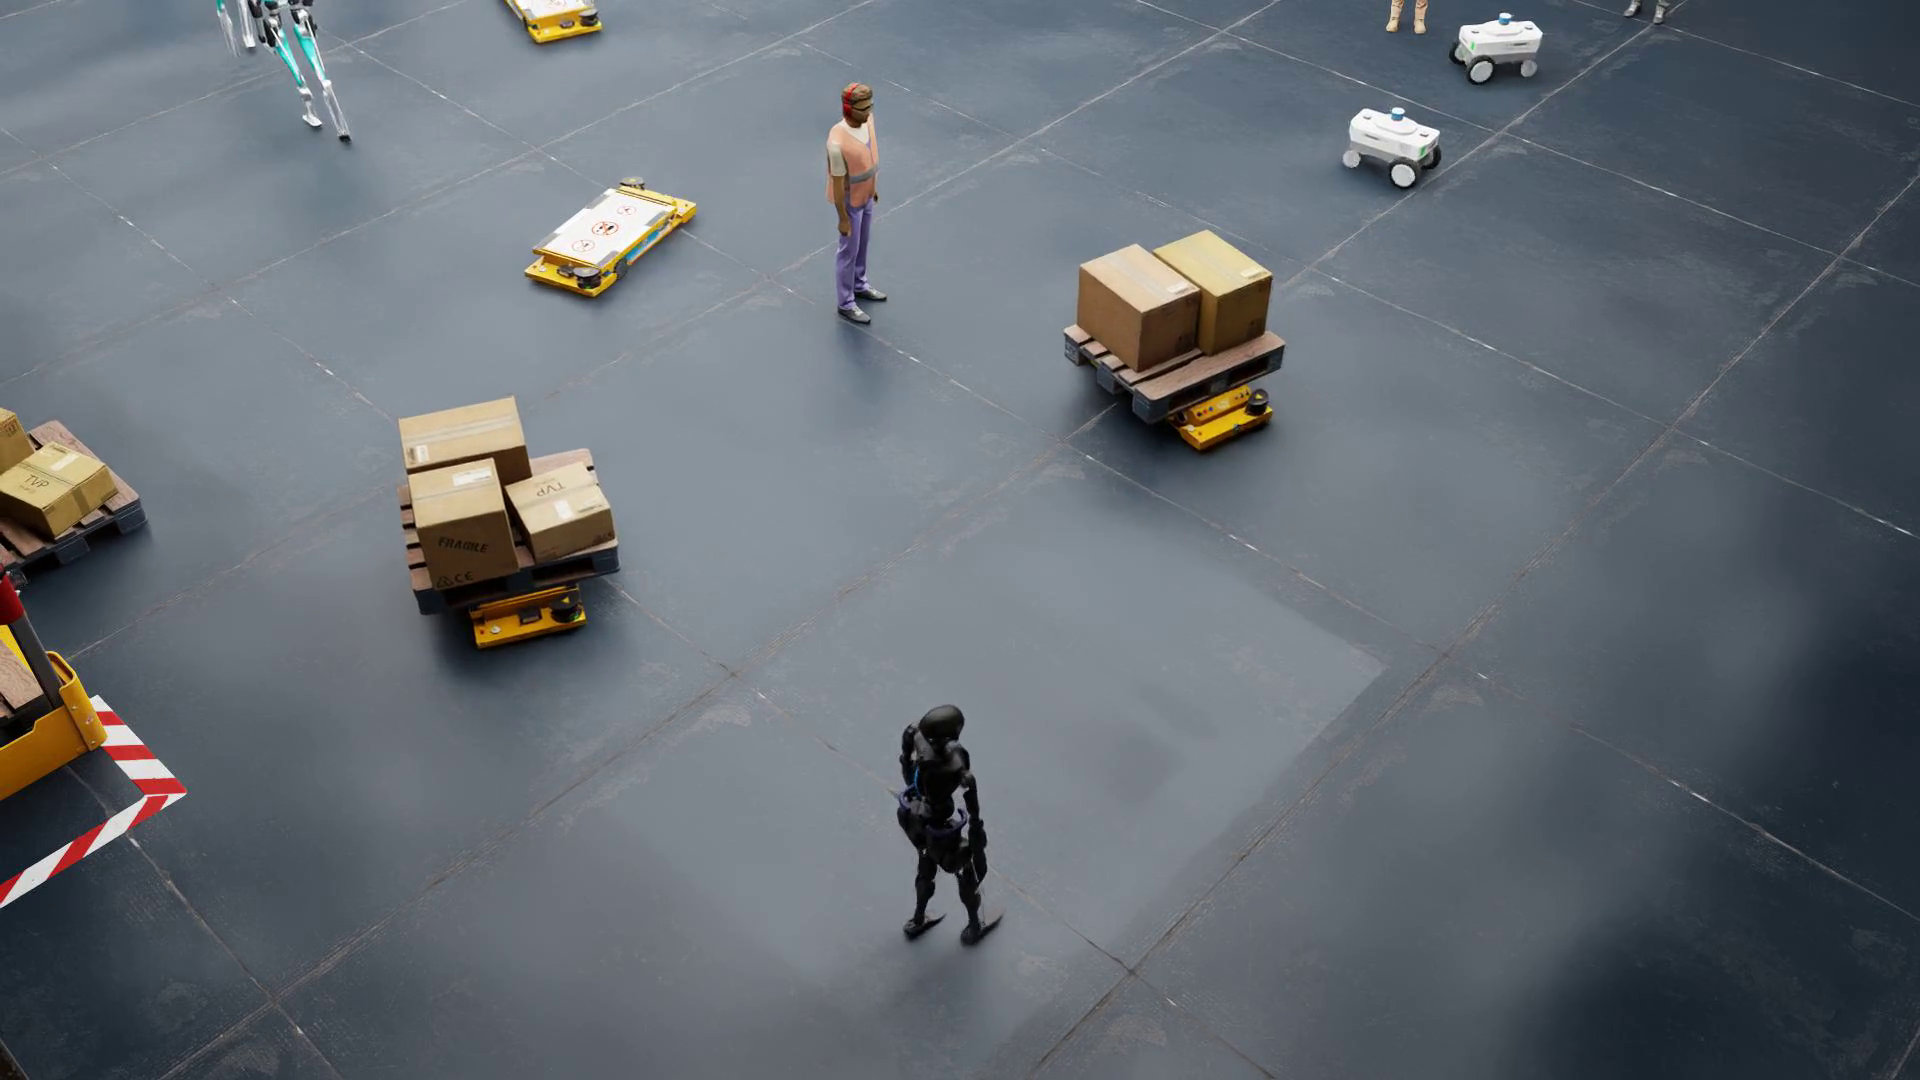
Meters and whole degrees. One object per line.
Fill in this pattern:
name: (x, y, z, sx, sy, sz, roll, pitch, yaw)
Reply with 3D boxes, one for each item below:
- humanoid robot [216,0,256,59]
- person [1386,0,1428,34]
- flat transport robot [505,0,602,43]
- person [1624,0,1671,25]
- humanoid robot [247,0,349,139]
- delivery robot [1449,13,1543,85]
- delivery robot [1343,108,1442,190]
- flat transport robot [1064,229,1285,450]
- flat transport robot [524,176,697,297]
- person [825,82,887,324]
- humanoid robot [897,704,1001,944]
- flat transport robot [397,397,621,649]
humanoid robot: (-6.835, -5.316, 15.377, 0.545, 1.838, 0.751, -18, 45, -19)
person: (4.374, -5.660, 15.712, 0.487, 1.747, 0.316, 6, 42, 7)
flat transport robot: (-4.090, -5.325, 16.445, 0.659, 0.231, 1.431, -20, 46, -21)
person: (6.787, -5.884, 15.901, 0.566, 1.832, 0.409, 21, 46, 21)
humanoid robot: (-5.622, -4.231, 14.204, 0.553, 1.884, 0.803, -29, 50, -29)
delivery robot: (4.970, -4.574, 15.389, 0.773, 0.586, 0.499, -6, 42, -7)
delivery robot: (3.657, -3.353, 14.030, 0.773, 0.582, 0.499, 26, 48, 26)
flat transport robot: (1.505, -1.179, 11.837, 0.659, 0.231, 1.431, -24, 47, -24)
flat transport robot: (-2.765, -2.423, 13.219, 0.659, 0.231, 1.431, 19, 45, 20)
person: (-0.774, -2.473, 12.098, 0.374, 1.840, 0.566, 15, 44, 16)
humanoid robot: (-0.071, 1.333, 7.997, 0.427, 1.655, 0.587, -32, 51, -30)
flat transport robot: (-2.796, 0.081, 10.436, 0.659, 0.231, 1.431, -13, 44, -14)
